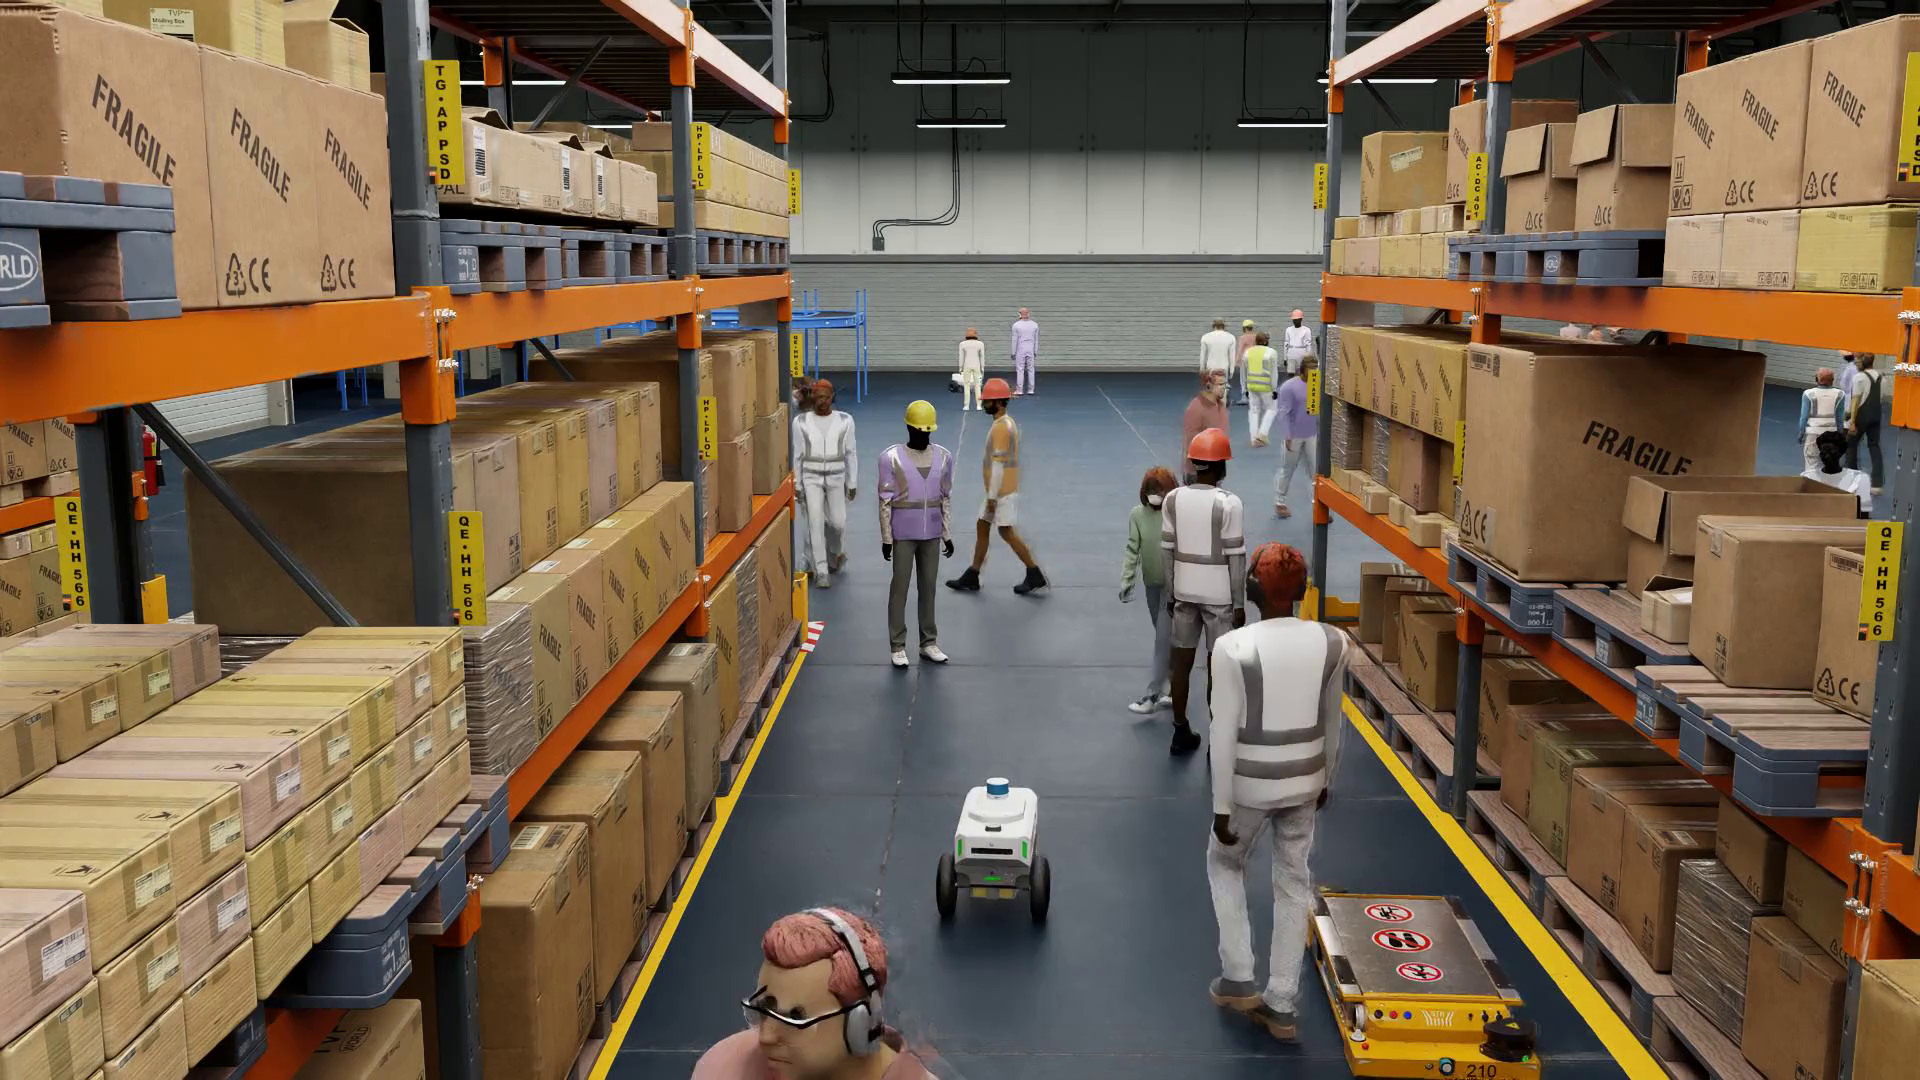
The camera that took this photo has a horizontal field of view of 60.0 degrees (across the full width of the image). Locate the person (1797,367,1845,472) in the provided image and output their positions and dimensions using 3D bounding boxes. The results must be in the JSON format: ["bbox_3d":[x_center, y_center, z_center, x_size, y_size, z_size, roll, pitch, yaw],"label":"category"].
[{"bbox_3d":[10.456,-1.279,20.207,0.523,1.638,0.310,1,10,5],"label":"person"}]

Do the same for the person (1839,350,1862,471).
[{"bbox_3d":[12.272,-1.855,22.928,0.467,1.885,0.736,3,10,18],"label":"person"}]

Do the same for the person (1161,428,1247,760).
[{"bbox_3d":[1.446,0.312,9.780,0.543,1.939,0.361,8,12,39],"label":"person"}]

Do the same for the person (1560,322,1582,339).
[{"bbox_3d":[13.890,-4.295,37.954,0.589,1.739,0.599,-1,10,-4],"label":"person"}]

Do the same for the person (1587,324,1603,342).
[{"bbox_3d":[14.645,-4.273,38.307,0.537,1.588,0.856,-7,12,-37],"label":"person"}]

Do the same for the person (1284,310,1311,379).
[{"bbox_3d":[6.894,-3.746,34.089,0.553,1.935,0.363,6,11,32],"label":"person"}]

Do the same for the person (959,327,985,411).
[{"bbox_3d":[0.229,-3.363,32.708,0.503,1.631,0.282,-1,9,-3],"label":"person"}]

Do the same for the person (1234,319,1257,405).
[{"bbox_3d":[5.893,-3.639,34.016,0.446,1.748,0.549,9,13,43],"label":"person"}]

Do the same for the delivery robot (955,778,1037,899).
[{"bbox_3d":[0.171,1.336,7.634,0.477,0.478,0.707,1,10,5],"label":"delivery robot"}]

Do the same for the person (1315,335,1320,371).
[{"bbox_3d":[4.879,-1.785,22.327,0.610,1.951,0.414,-2,10,-13],"label":"person"}]

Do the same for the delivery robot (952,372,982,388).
[{"bbox_3d":[0.164,-3.619,37.310,0.707,0.478,0.477,9,13,43],"label":"delivery robot"}]

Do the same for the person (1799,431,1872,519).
[{"bbox_3d":[6.519,0.005,12.475,0.535,1.656,0.839,6,11,32],"label":"person"}]

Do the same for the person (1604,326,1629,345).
[{"bbox_3d":[10.834,-2.670,27.534,0.445,1.976,0.637,8,12,39],"label":"person"}]

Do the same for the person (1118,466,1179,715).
[{"bbox_3d":[1.268,0.321,10.751,0.751,1.600,0.507,-9,13,-43],"label":"person"}]

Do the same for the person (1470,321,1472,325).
[{"bbox_3d":[11.702,-4.272,37.958,0.320,1.698,0.531,-7,12,-37],"label":"person"}]

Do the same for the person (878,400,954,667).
[{"bbox_3d":[-0.304,-0.055,12.031,0.585,1.921,0.373,-5,11,-28],"label":"person"}]

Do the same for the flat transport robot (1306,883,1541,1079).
[{"bbox_3d":[1.767,1.703,6.564,0.652,0.197,1.431,1,9,4],"label":"flat transport robot"}]

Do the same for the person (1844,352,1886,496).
[{"bbox_3d":[11.314,-1.470,20.808,0.564,1.810,0.762,-2,10,-11],"label":"person"}]

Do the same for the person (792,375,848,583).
[{"bbox_3d":[-1.308,-0.585,15.344,0.875,1.908,0.650,-9,13,-42],"label":"person"}]

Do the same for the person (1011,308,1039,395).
[{"bbox_3d":[1.402,-4.134,36.521,0.641,1.905,0.410,-4,10,-25],"label":"person"}]

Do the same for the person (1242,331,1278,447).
[{"bbox_3d":[4.755,-2.382,26.249,0.656,1.828,0.452,9,13,42],"label":"person"}]

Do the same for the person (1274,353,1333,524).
[{"bbox_3d":[3.870,-1.151,18.721,0.641,1.897,0.984,-2,10,-14],"label":"person"}]

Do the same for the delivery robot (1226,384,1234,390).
[{"bbox_3d":[5.322,-3.158,33.772,0.335,0.223,0.698,7,12,34],"label":"delivery robot"}]

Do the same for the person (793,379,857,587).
[{"bbox_3d":[-1.228,-0.535,15.075,0.583,1.865,0.656,-1,10,-8],"label":"person"}]

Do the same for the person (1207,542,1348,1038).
[{"bbox_3d":[1.168,0.923,6.336,0.592,1.861,0.577,-3,10,-15],"label":"person"}]

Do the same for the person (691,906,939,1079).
[{"bbox_3d":[-0.280,1.523,2.805,0.649,1.850,0.972,8,12,40],"label":"person"}]

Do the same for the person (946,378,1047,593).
[{"bbox_3d":[0.350,-0.480,14.658,0.898,1.902,0.557,0,9,3],"label":"person"}]

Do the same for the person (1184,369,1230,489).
[{"bbox_3d":[2.369,-0.752,16.340,0.813,1.882,0.652,7,12,36],"label":"person"}]

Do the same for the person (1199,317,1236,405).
[{"bbox_3d":[4.686,-3.123,30.446,0.633,1.916,0.743,0,9,-2],"label":"person"}]
